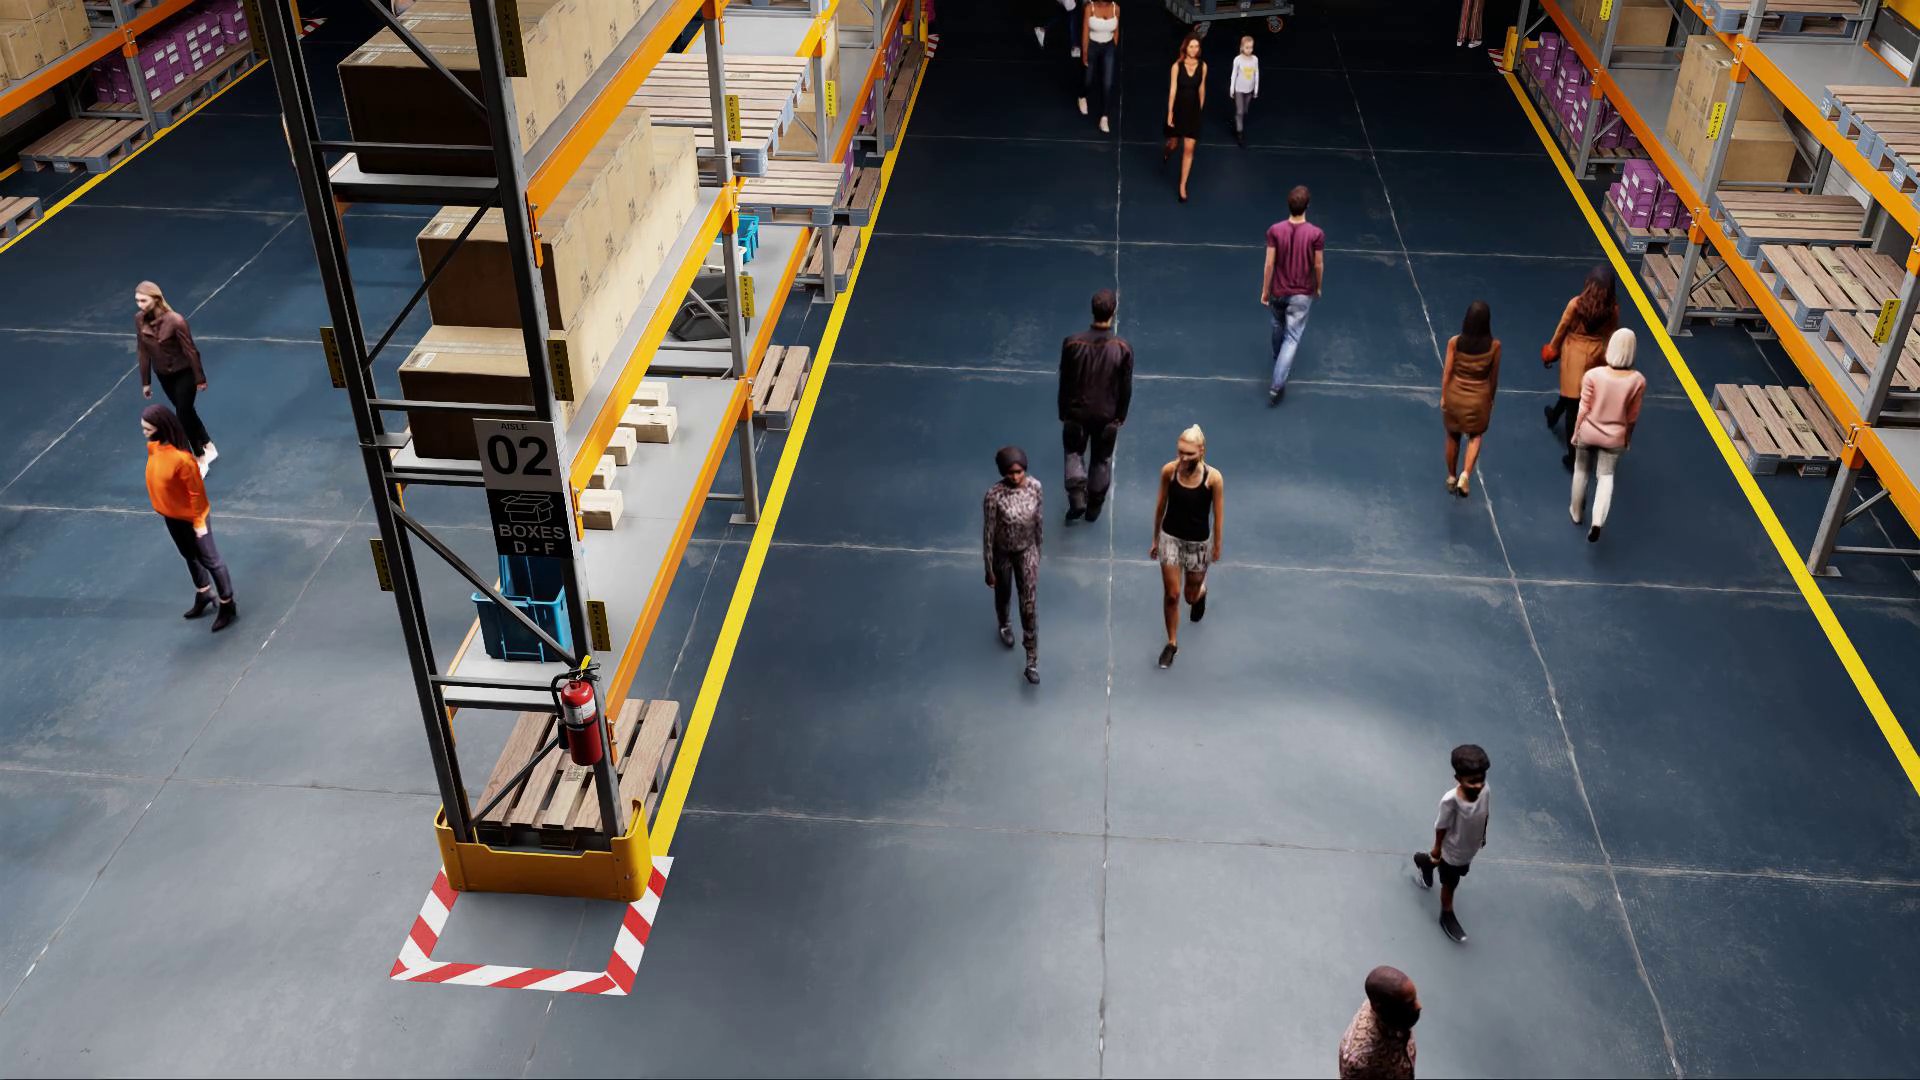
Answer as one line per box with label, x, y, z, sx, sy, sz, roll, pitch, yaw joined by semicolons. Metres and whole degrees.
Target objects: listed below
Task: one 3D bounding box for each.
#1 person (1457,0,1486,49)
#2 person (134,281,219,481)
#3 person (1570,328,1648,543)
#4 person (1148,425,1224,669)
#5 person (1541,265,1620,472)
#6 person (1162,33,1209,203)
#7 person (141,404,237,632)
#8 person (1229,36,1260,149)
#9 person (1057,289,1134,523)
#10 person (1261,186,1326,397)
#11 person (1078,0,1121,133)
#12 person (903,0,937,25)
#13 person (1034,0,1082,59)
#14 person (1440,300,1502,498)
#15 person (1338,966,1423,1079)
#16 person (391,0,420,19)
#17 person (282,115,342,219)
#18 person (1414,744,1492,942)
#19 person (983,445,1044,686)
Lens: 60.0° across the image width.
person;7.103;-7.602;22.884;0.634;1.562;0.654;21;39;28
person;-6.232;-1.335;13.346;0.684;1.684;0.778;10;35;15
person;4.811;-0.757;12.455;0.694;1.706;0.981;7;34;11
person;1.544;-0.030;11.255;0.786;1.825;0.992;13;36;18
person;5.010;-1.353;13.386;0.788;1.669;1.169;-1;34;-1
person;2.433;-4.647;18.207;0.733;1.819;1.049;-4;34;-6
person;-5.371;-0.182;11.552;0.705;1.750;0.714;21;39;28
person;3.353;-5.372;19.800;0.698;1.261;0.941;-9;35;-14
person;0.993;-0.939;12.528;0.701;1.929;0.811;3;34;4
person;2.854;-2.112;14.394;0.924;1.817;1.257;14;36;19
person;1.645;-5.908;20.138;0.772;1.780;1.183;-3;34;-5
person;-0.596;-8.198;23.674;0.739;1.681;0.757;-7;34;-11
person;1.373;-7.398;22.408;0.993;1.749;1.122;18;38;25
person;3.923;-1.033;12.901;0.683;1.673;0.839;12;35;17
person;1.781;2.553;7.386;0.828;1.806;0.698;19;38;26
person;-7.146;-6.839;21.624;0.640;1.686;0.961;6;34;9
person;-6.630;-3.727;16.885;0.775;1.750;0.781;19;38;26
person;2.760;1.618;9.296;0.706;1.248;0.842;-14;36;-20
person;0.335;0.067;11.240;0.810;1.680;1.132;-9;35;-13
